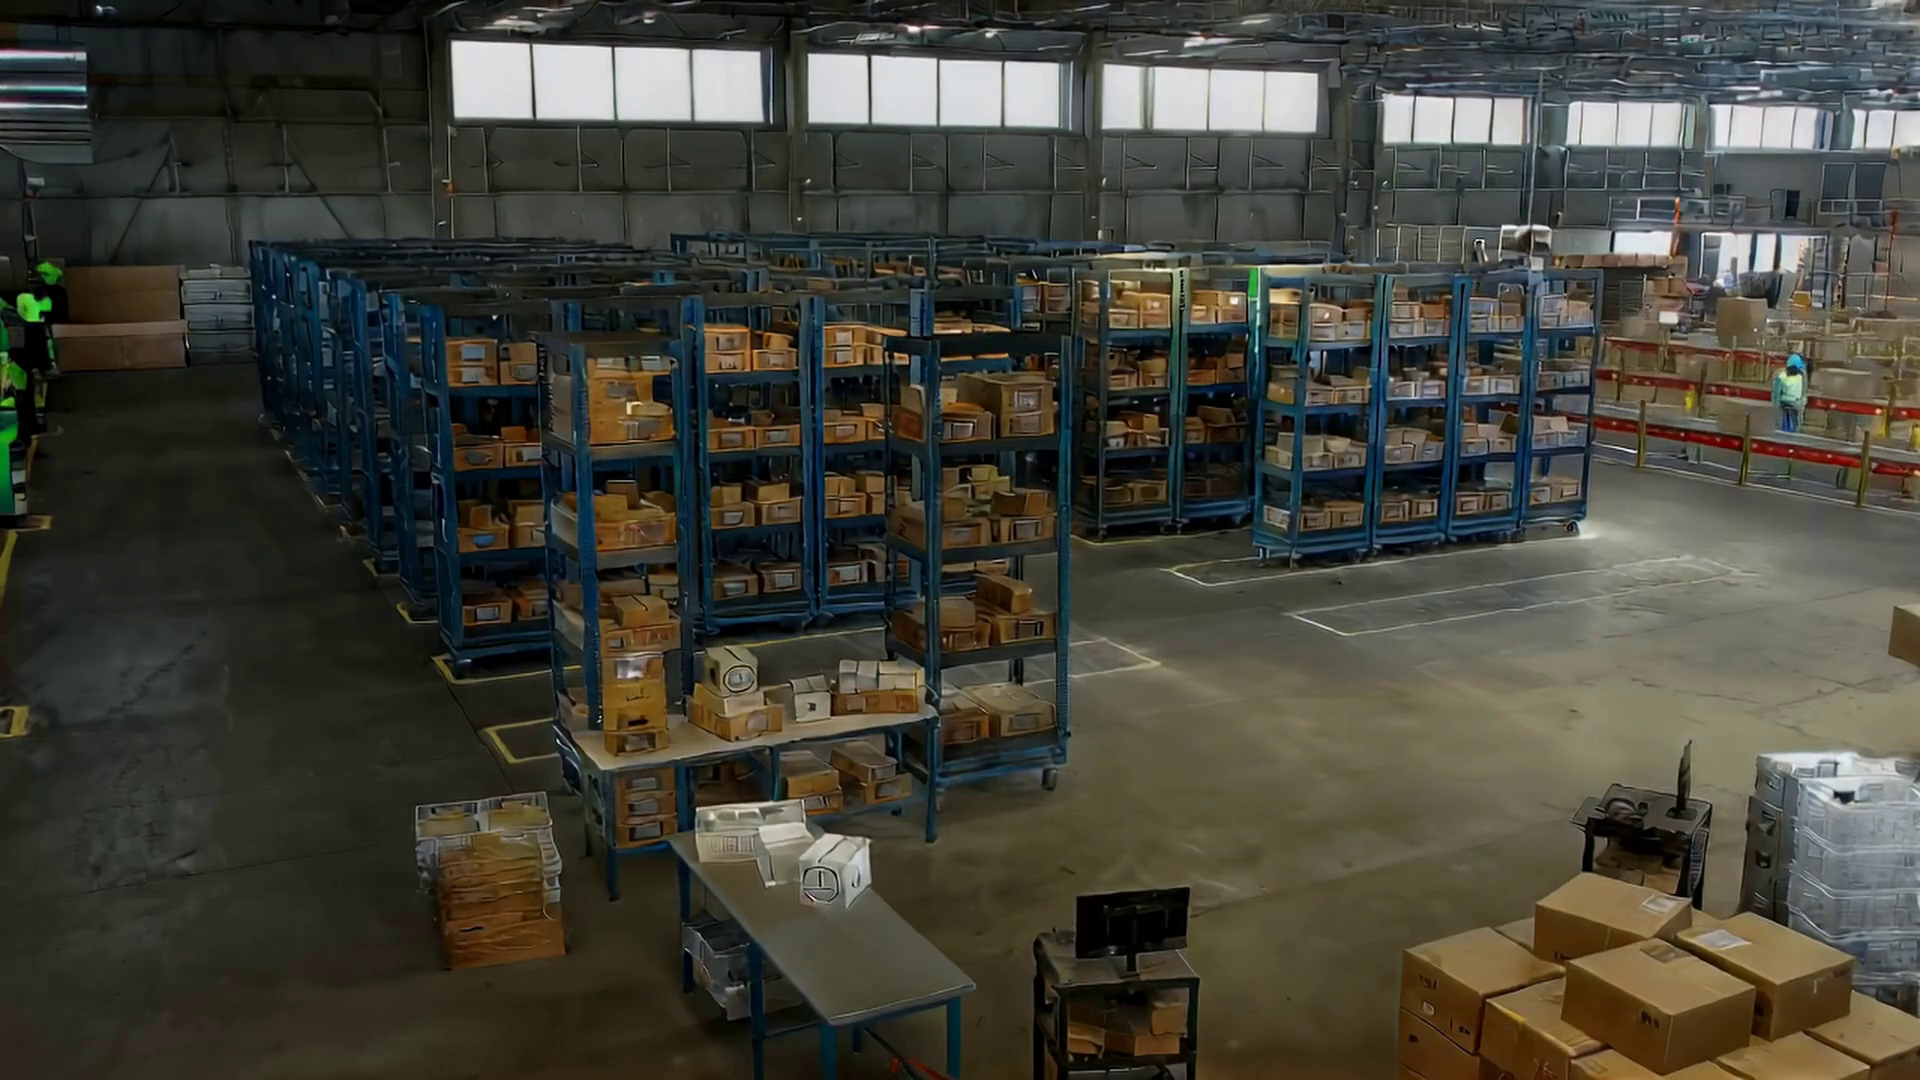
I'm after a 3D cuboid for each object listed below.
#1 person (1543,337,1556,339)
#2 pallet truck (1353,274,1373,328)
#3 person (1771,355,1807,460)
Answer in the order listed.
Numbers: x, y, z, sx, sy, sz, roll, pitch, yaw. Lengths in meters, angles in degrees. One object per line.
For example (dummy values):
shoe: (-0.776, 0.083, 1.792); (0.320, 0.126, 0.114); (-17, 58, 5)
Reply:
person: (14.225, -4.703, 40.442); (0.501, 1.633, 0.282); (3, 12, 12)
pallet truck: (13.011, -8.050, 55.243); (0.823, 1.965, 1.885); (-7, 14, -28)
person: (14.251, -2.271, 28.619); (0.591, 1.826, 0.403); (0, 12, -1)
